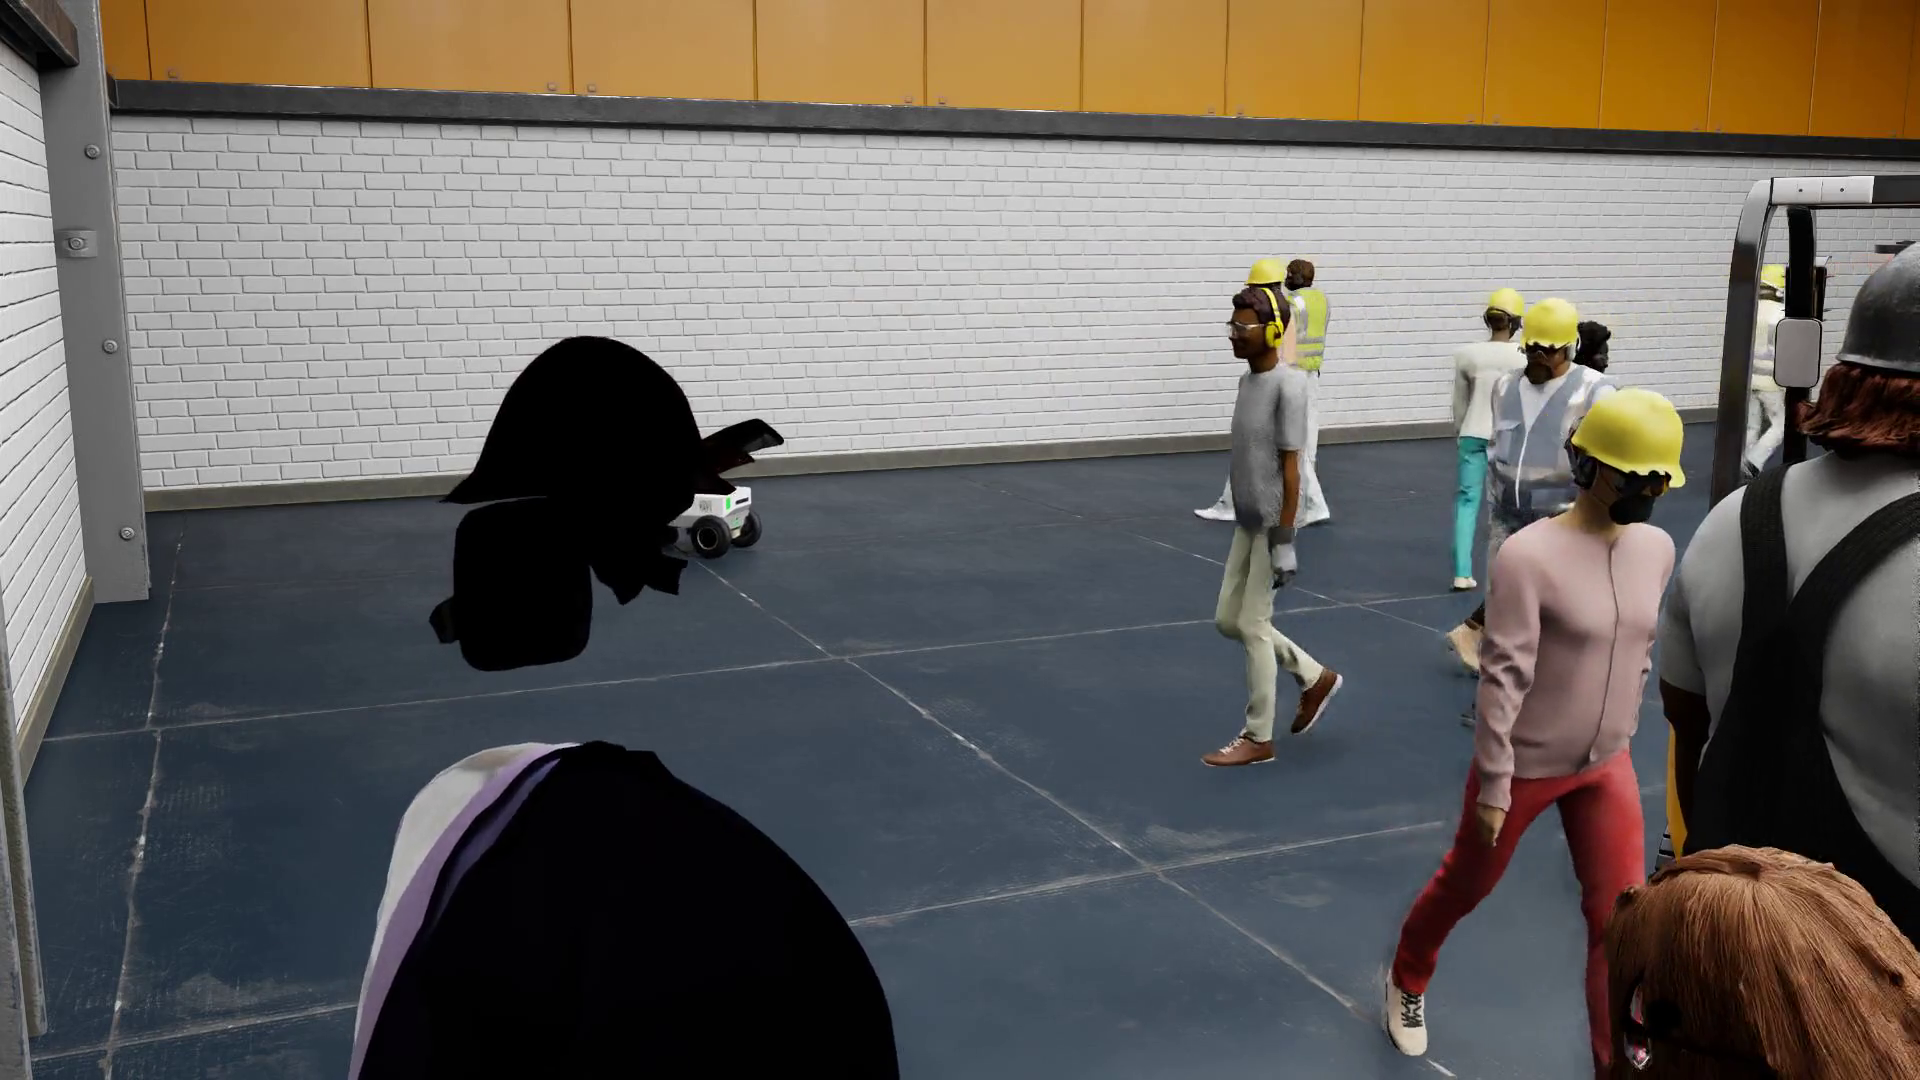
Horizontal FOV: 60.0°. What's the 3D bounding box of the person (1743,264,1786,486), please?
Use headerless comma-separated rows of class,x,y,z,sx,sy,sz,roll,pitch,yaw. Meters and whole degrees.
person,6.351,-1.261,13.153,0.431,1.818,0.617,-6,12,-29

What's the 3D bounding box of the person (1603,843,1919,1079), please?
person,0.662,1.012,1.256,0.515,1.585,0.853,0,10,2

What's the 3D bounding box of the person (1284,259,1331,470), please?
person,2.915,-1.495,14.390,0.634,1.842,0.429,-10,14,-43

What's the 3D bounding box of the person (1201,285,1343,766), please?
person,1.224,-0.045,6.388,0.548,1.856,0.521,-3,11,-16

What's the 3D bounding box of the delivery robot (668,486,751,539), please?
delivery robot,-1.724,-0.242,10.774,0.707,0.478,0.477,4,11,20

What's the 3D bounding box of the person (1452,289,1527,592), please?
person,3.144,-0.584,9.680,0.550,1.727,0.866,8,13,39

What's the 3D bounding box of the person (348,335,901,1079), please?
person,-0.227,0.822,1.064,0.389,2.045,0.606,-8,13,-38

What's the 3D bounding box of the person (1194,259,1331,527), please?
person,2.189,-1.019,11.685,0.988,1.882,0.607,6,12,32

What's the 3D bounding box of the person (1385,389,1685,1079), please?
person,1.340,0.486,3.838,0.558,1.710,0.919,-4,11,-22

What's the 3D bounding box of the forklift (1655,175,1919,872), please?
forklift,2.810,0.094,4.662,1.214,2.155,2.313,7,12,34

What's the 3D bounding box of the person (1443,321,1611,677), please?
person,2.615,-0.184,7.675,0.682,1.663,0.543,1,10,8

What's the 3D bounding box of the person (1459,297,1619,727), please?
person,2.466,-0.110,6.897,0.662,1.796,0.617,-9,13,-40
